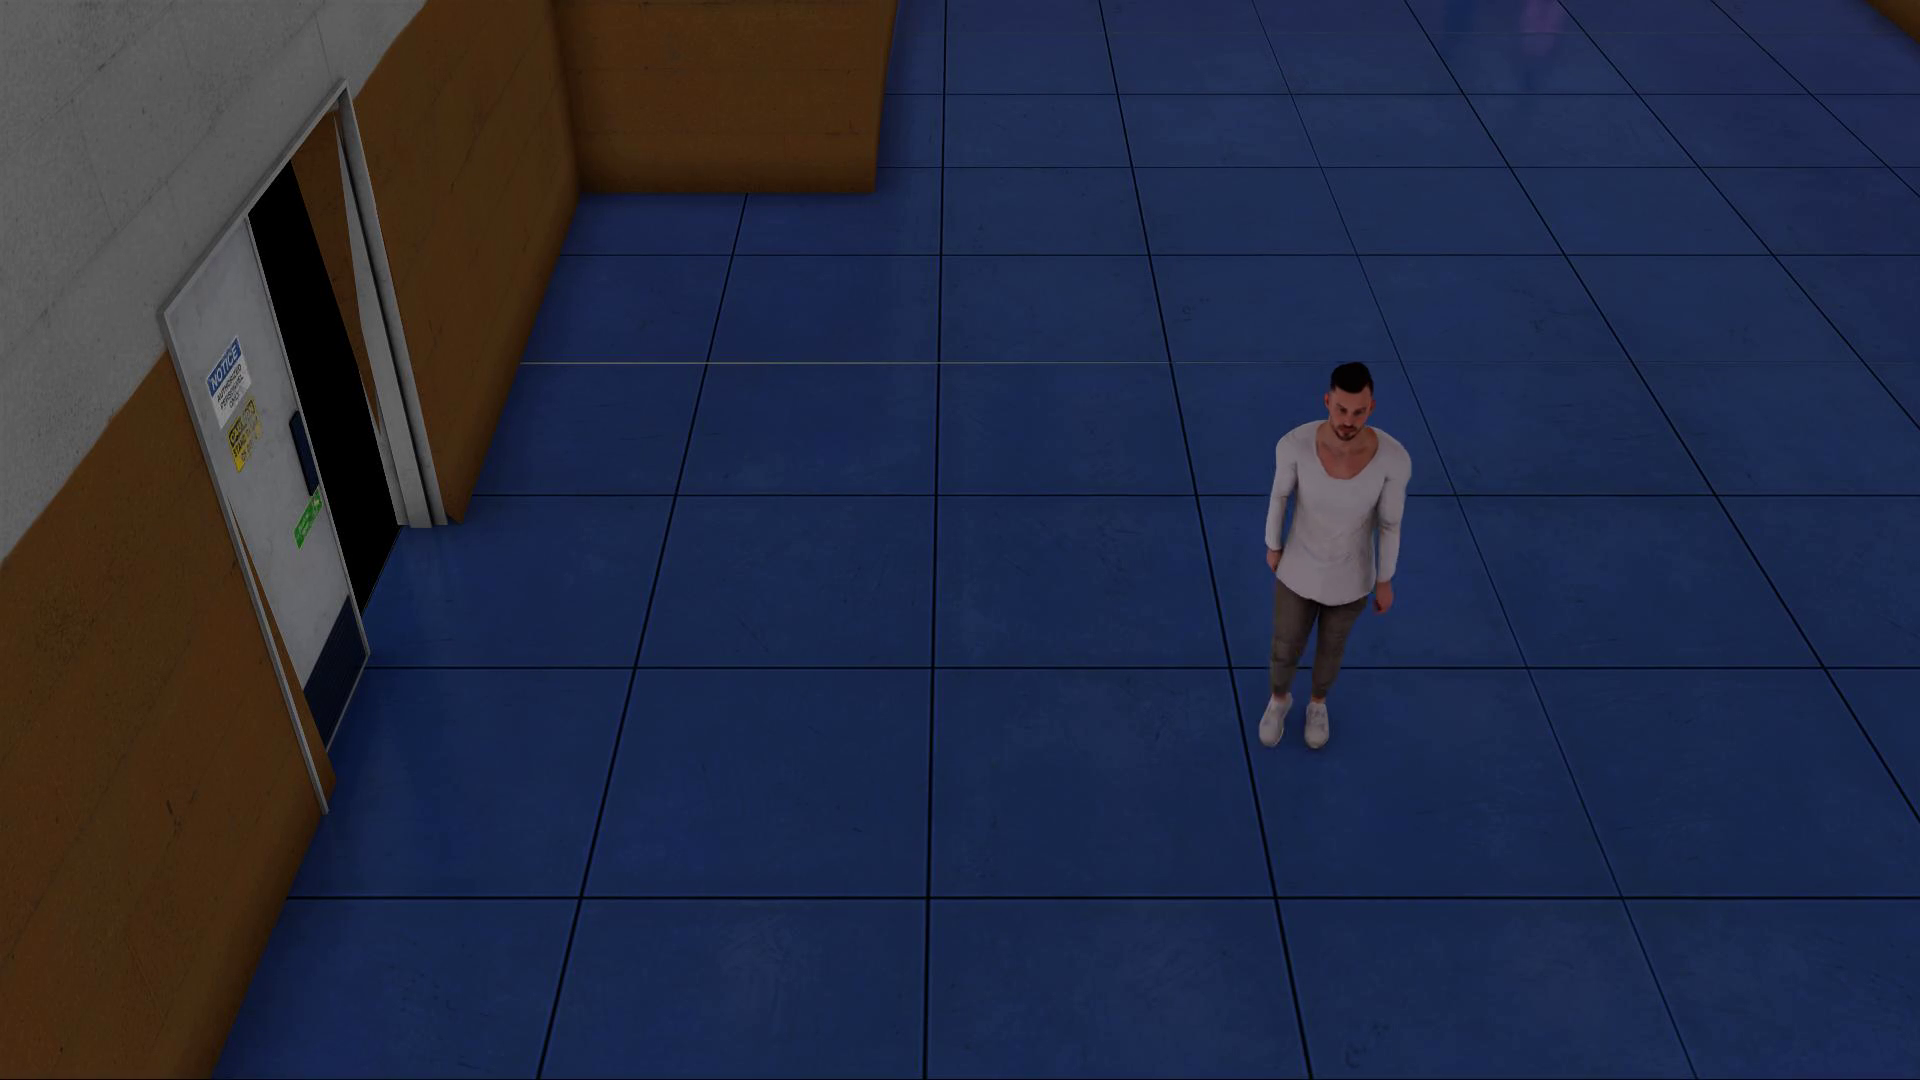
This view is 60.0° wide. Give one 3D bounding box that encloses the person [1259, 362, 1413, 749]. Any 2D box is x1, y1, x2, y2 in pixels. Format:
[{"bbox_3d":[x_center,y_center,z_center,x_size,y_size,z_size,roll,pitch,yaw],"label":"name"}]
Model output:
[{"bbox_3d":[1.471,0.045,6.631,0.629,1.825,0.791,7,37,9],"label":"person"}]
